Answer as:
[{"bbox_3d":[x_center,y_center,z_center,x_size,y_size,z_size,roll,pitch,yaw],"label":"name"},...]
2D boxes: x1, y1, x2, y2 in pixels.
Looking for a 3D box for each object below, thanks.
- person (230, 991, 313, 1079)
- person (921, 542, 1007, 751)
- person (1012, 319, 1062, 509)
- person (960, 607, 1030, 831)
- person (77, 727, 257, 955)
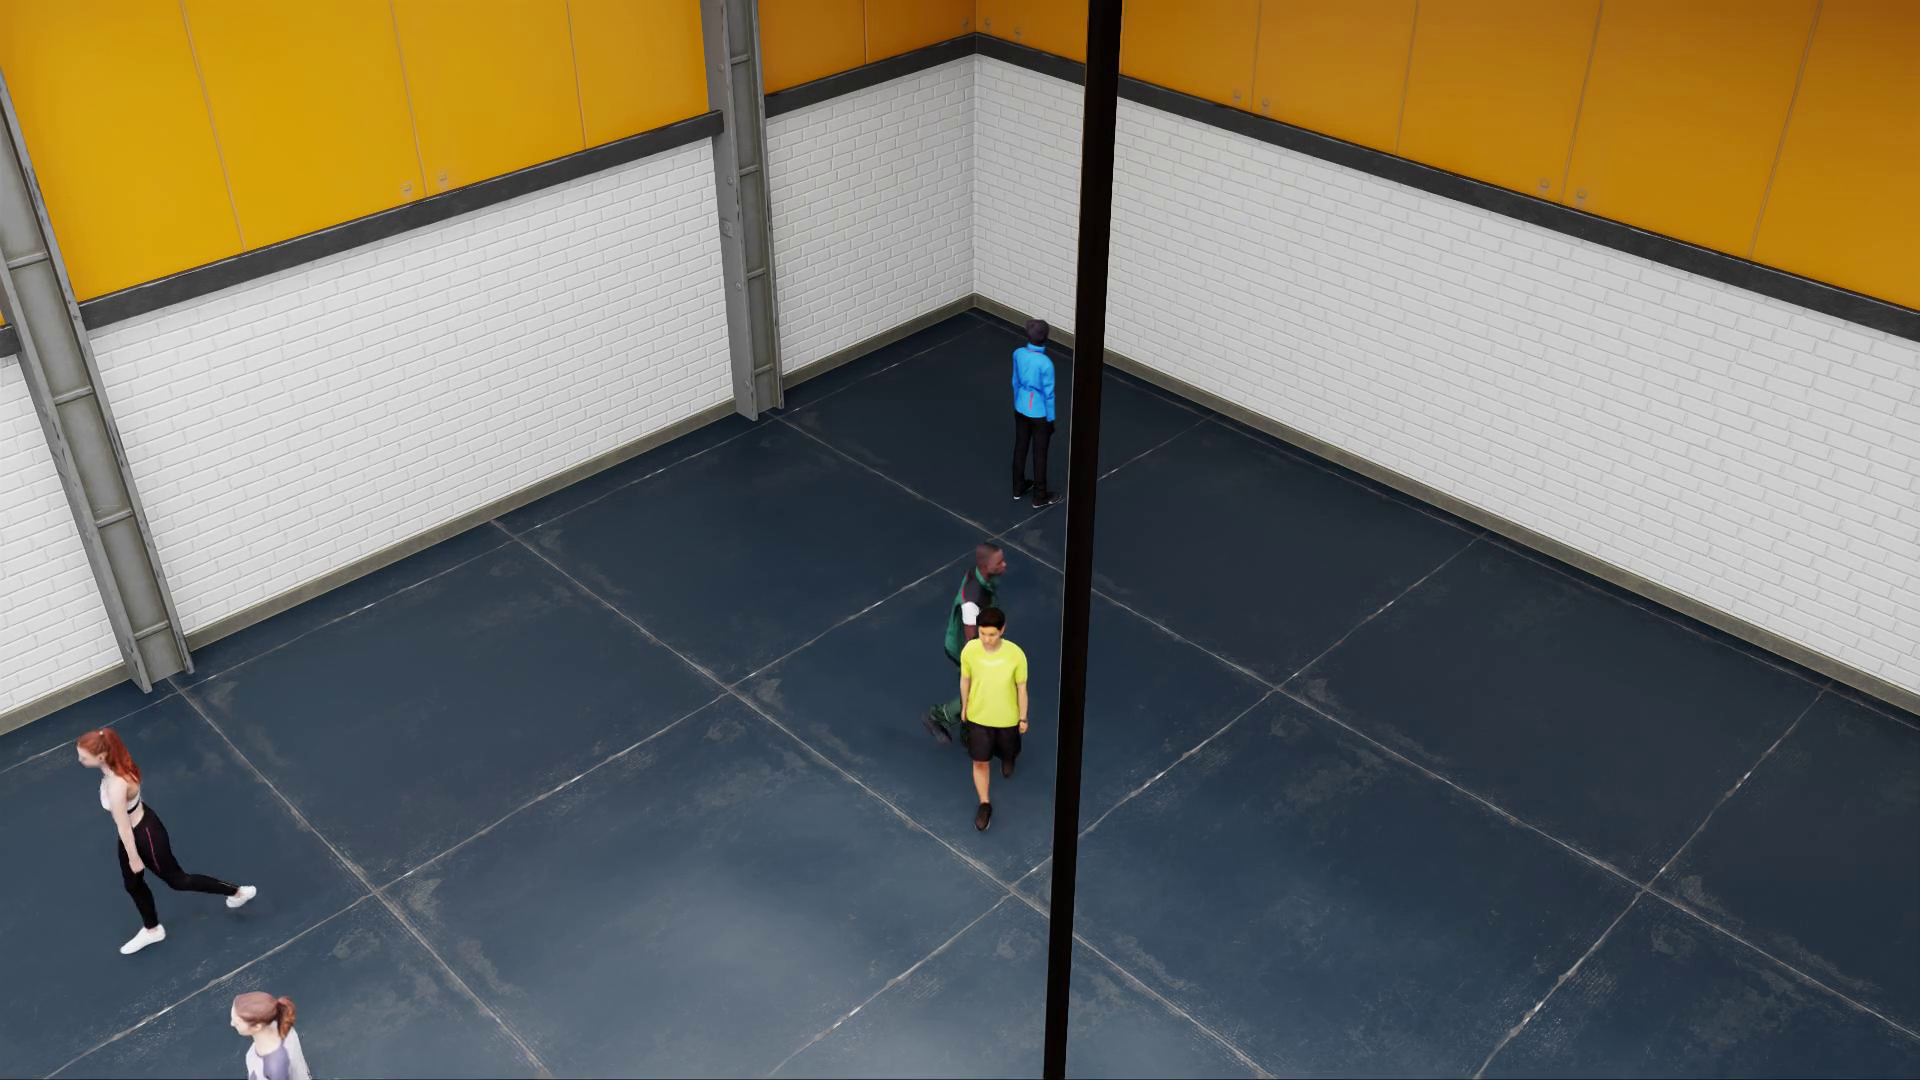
[{"bbox_3d":[-3.329,2.941,8.575,1.177,1.725,0.887,-12,36,-18],"label":"person"},{"bbox_3d":[-0.004,0.776,11.760,0.962,1.806,0.927,7,34,11],"label":"person"},{"bbox_3d":[0.636,-1.121,14.626,0.603,1.793,0.523,29,43,36],"label":"person"},{"bbox_3d":[0.245,1.127,11.343,0.997,1.683,1.113,4,34,7],"label":"person"},{"bbox_3d":[-4.947,1.819,10.272,1.133,1.714,0.777,-14,36,-20],"label":"person"}]
